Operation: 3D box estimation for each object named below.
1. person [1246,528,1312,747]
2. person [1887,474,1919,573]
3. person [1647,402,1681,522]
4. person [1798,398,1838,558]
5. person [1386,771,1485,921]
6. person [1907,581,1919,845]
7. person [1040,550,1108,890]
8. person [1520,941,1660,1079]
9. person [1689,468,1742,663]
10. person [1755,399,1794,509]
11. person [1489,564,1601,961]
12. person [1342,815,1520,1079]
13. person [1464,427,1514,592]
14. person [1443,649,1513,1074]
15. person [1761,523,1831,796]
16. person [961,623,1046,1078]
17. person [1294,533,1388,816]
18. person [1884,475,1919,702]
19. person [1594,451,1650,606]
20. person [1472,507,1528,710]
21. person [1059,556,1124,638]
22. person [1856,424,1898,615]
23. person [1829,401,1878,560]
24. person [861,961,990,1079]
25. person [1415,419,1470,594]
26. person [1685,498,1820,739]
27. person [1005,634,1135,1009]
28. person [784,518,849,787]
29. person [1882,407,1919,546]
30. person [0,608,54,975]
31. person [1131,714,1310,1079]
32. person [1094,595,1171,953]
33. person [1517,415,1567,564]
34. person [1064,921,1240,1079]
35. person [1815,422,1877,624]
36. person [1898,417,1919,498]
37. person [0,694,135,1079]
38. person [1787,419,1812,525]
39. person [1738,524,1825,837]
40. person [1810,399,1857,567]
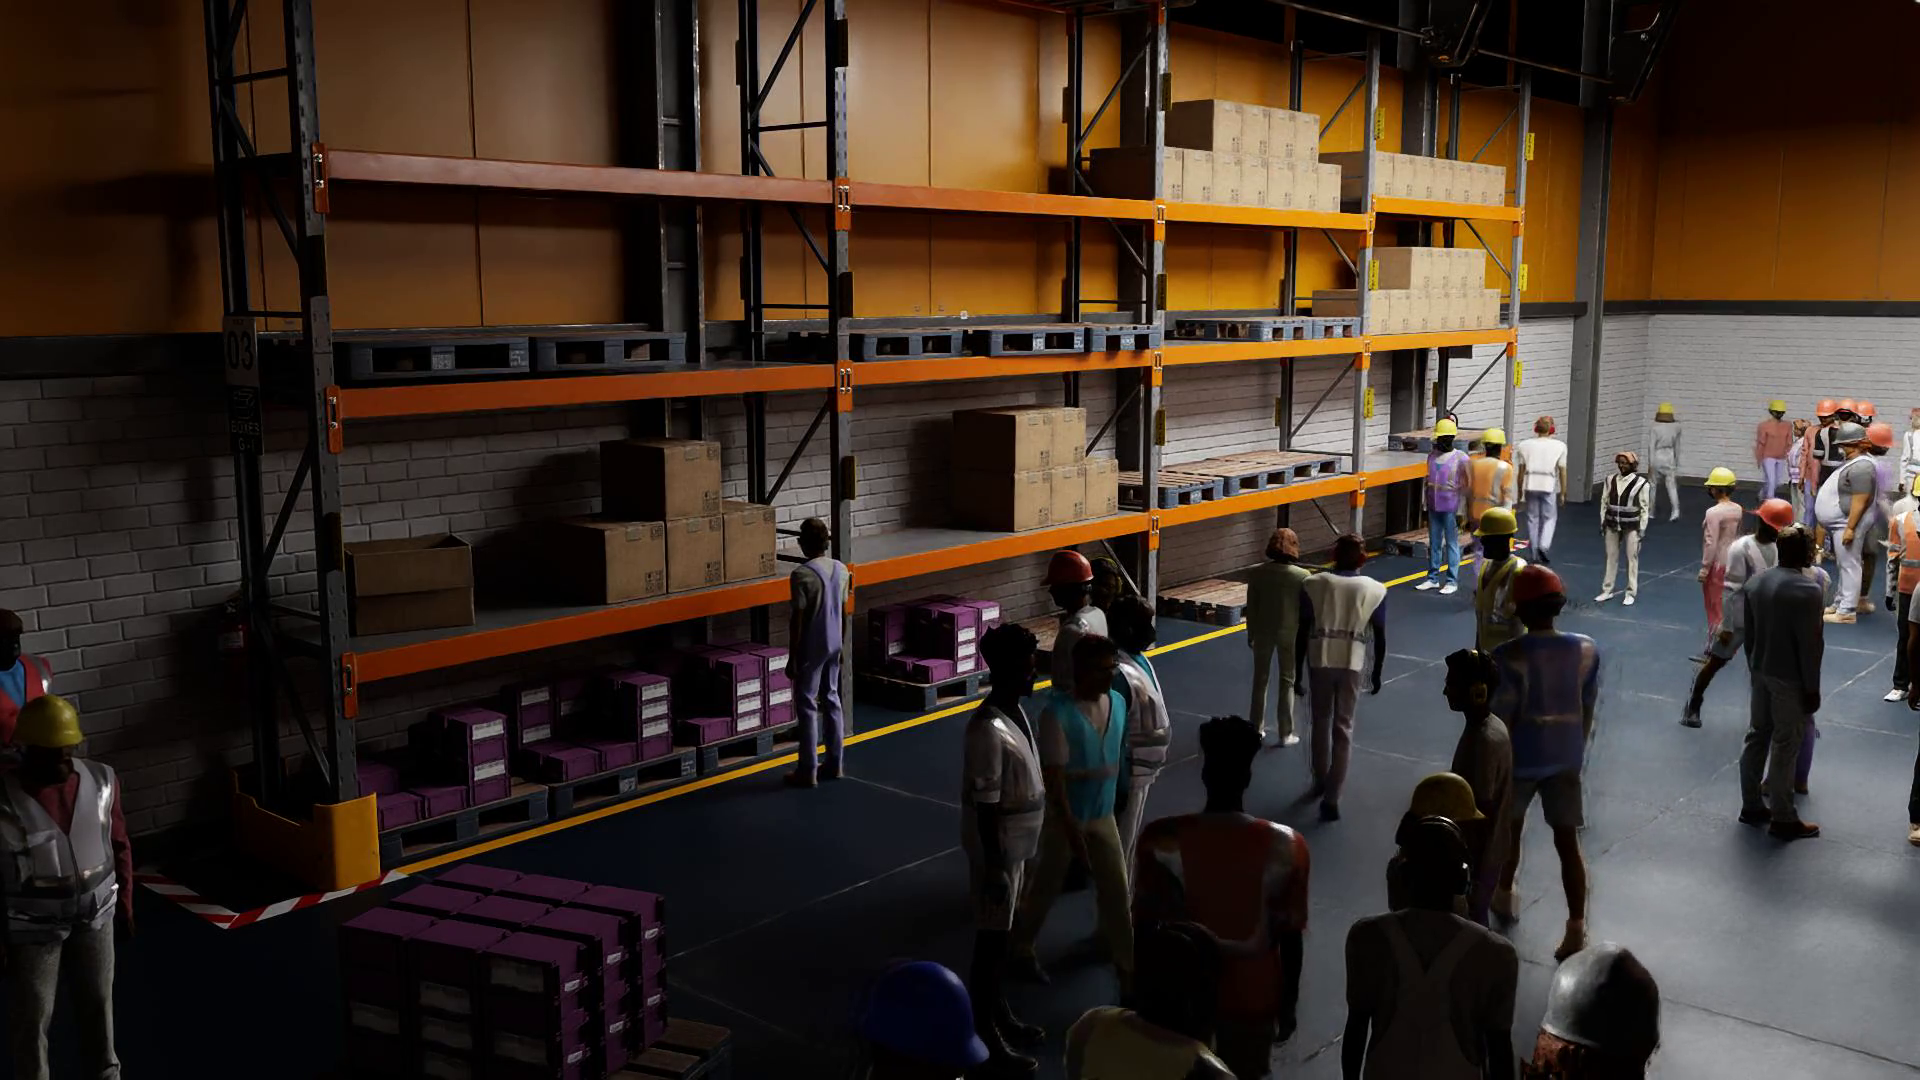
[{"bbox_3d":[2.351,0.717,12.293,0.502,1.625,0.290,5,10,27],"label":"person"},{"bbox_3d":[9.260,0.149,16.027,0.525,1.586,0.830,3,9,21],"label":"person"},{"bbox_3d":[10.129,-1.123,23.887,0.494,1.707,0.836,-1,9,-3],"label":"person"},{"bbox_3d":[10.744,-0.772,20.721,0.385,1.990,0.608,-7,11,-37],"label":"person"},{"bbox_3d":[1.647,1.661,5.862,0.348,1.735,0.493,-1,9,-6],"label":"person"},{"bbox_3d":[6.087,0.865,9.996,0.690,2.000,0.538,3,9,18],"label":"person"},{"bbox_3d":[0.639,1.013,9.417,0.387,1.929,0.543,4,10,23],"label":"person"},{"bbox_3d":[1.329,1.851,3.639,0.702,2.000,0.564,4,10,25],"label":"person"},{"bbox_3d":[6.816,0.229,14.987,0.535,1.766,0.320,-7,11,-38],"label":"person"},{"bbox_3d":[11.862,-1.206,24.298,0.533,1.742,0.669,-1,9,-7],"label":"person"},{"bbox_3d":[2.997,1.123,8.547,0.617,1.993,1.079,0,9,-1],"label":"person"},{"bbox_3d":[1.409,1.738,5.038,0.505,1.838,0.347,3,9,21],"label":"person"},{"bbox_3d":[5.564,-0.236,17.529,0.434,1.906,0.592,-8,12,-41],"label":"person"},{"bbox_3d":[2.223,1.386,7.225,0.327,1.863,0.511,2,9,15],"label":"person"},{"bbox_3d":[5.512,0.799,11.051,0.507,1.846,0.343,-5,10,-28],"label":"person"},{"bbox_3d":[0.193,1.325,7.268,0.367,1.966,0.603,2,9,11],"label":"person"},{"bbox_3d":[2.488,0.855,10.897,0.577,1.775,0.897,2,9,11],"label":"person"},{"bbox_3d":[7.772,0.399,13.419,0.399,1.919,0.581,-9,12,-44],"label":"person"},{"bbox_3d":[7.055,-0.129,17.693,0.313,1.642,0.513,-8,12,-42],"label":"person"},{"bbox_3d":[3.643,0.729,11.290,0.399,1.919,0.582,-1,9,-10],"label":"person"},{"bbox_3d":[0.806,1.009,9.666,0.511,1.860,0.332,1,9,9],"label":"person"},{"bbox_3d":[9.367,-0.219,17.204,0.428,1.987,0.755,0,9,1],"label":"person"},{"bbox_3d":[10.927,-0.703,20.297,0.405,1.985,0.619,-1,9,-3],"label":"person"},{"bbox_3d":[-0.249,1.869,3.929,0.686,1.916,0.654,6,11,34],"label":"person"},{"bbox_3d":[5.327,-0.368,18.319,0.366,1.927,0.585,-6,11,-33],"label":"person"},{"bbox_3d":[5.928,0.578,12.469,0.621,1.858,1.049,-3,9,-20],"label":"person"},{"bbox_3d":[0.566,1.316,7.903,0.563,1.800,0.965,-7,12,-40],"label":"person"},{"bbox_3d":[-0.970,0.761,11.348,0.350,1.835,0.518,7,12,40],"label":"person"},{"bbox_3d":[12.490,-0.787,21.306,1.030,1.852,0.655,7,11,38],"label":"person"},{"bbox_3d":[-4.737,1.239,8.282,0.432,1.836,0.618,4,10,22],"label":"person"},{"bbox_3d":[0.899,1.566,5.800,0.609,1.941,0.666,1,9,8],"label":"person"},{"bbox_3d":[0.864,1.190,8.541,0.429,1.845,0.621,2,9,15],"label":"person"},{"bbox_3d":[7.008,-0.590,20.071,0.562,1.830,0.446,4,10,26],"label":"person"},{"bbox_3d":[0.503,1.866,4.273,0.624,1.814,0.638,-7,11,-39],"label":"person"},{"bbox_3d":[8.914,-0.186,16.775,0.536,2.000,0.676,4,10,24],"label":"person"},{"bbox_3d":[12.083,-0.733,20.834,0.575,1.880,0.359,8,12,42],"label":"person"},{"bbox_3d":[-3.579,1.500,6.608,0.403,1.825,0.592,7,11,38],"label":"person"},{"bbox_3d":[11.001,-0.762,21.781,0.312,1.639,0.518,1,9,6],"label":"person"},{"bbox_3d":[5.117,0.862,10.346,0.372,1.941,0.627,-2,9,-11],"label":"person"},{"bbox_3d":[10.604,-0.691,20.074,0.613,2.033,0.410,5,10,30],"label":"person"}]
